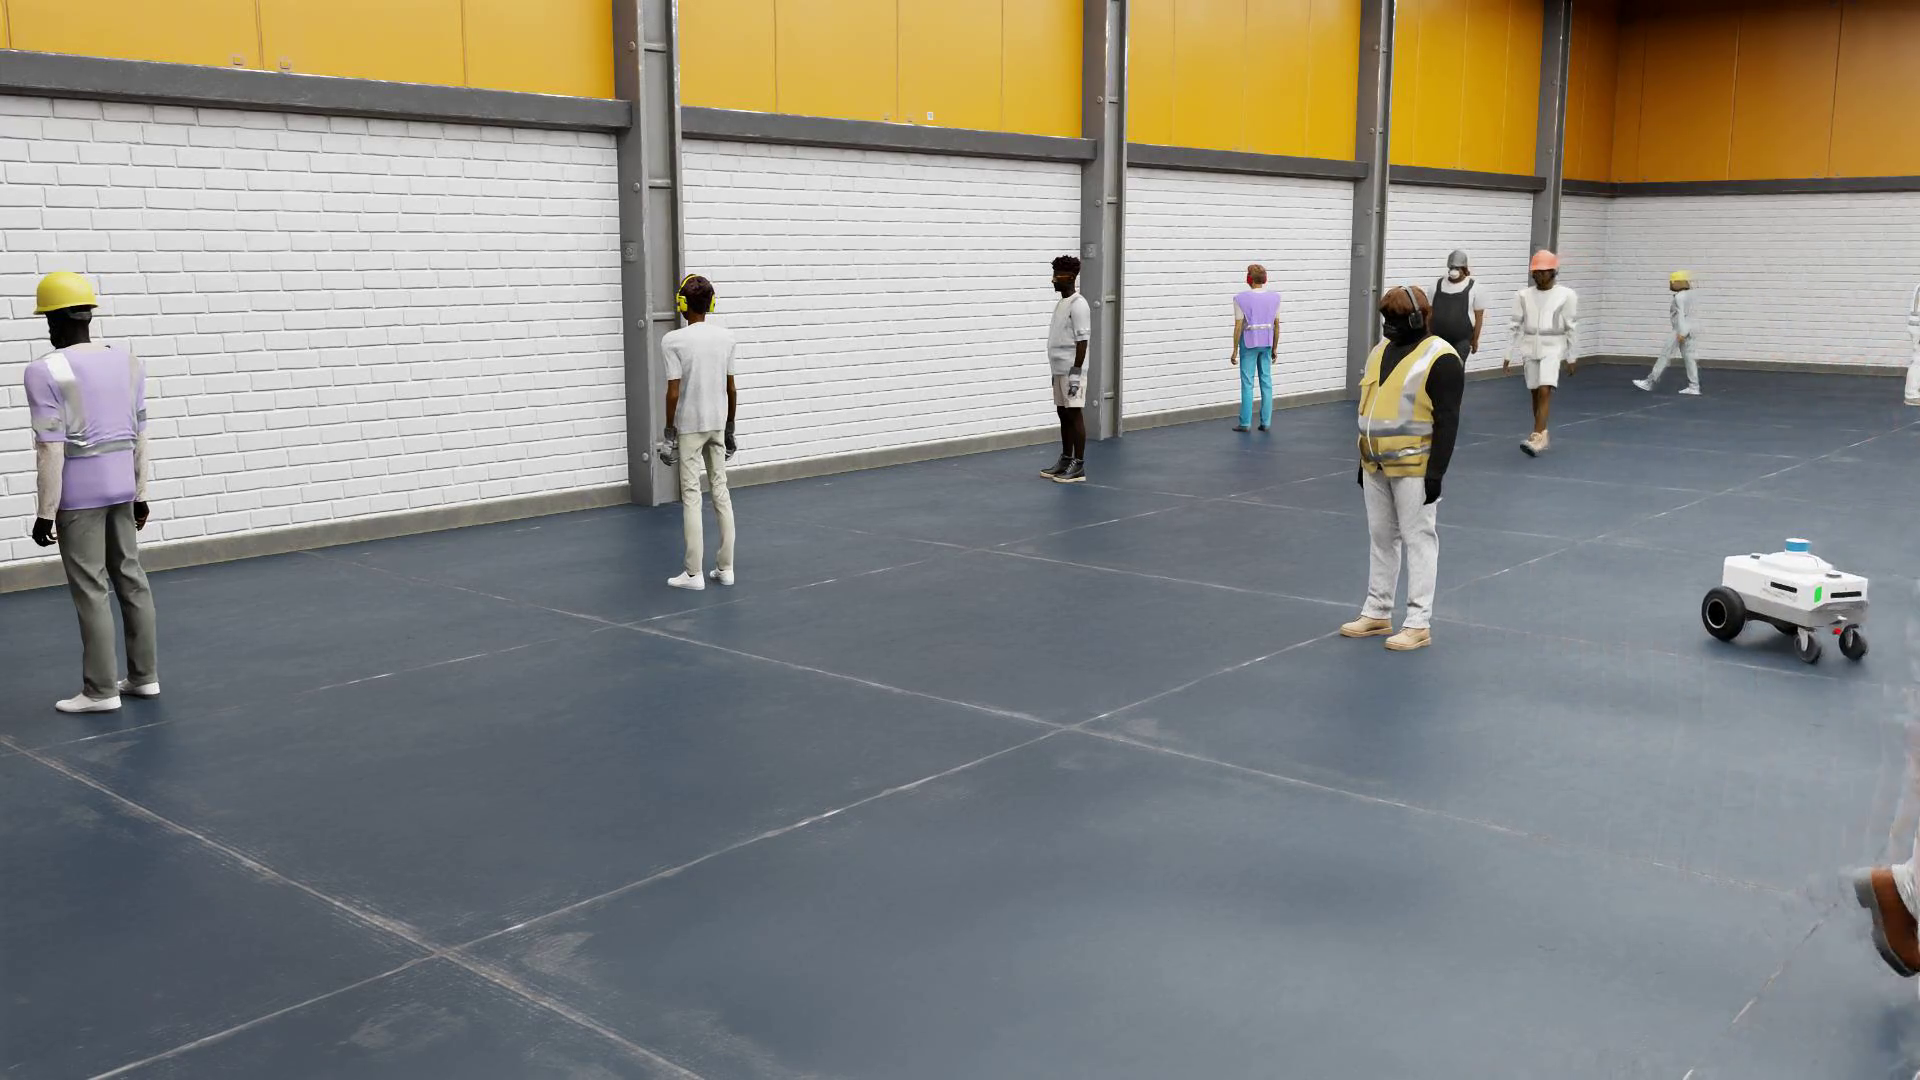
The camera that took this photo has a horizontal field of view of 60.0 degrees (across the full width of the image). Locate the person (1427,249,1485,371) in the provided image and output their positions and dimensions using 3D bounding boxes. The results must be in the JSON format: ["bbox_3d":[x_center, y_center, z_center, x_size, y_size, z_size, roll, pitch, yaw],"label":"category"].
[{"bbox_3d":[5.913,-2.483,19.920,0.691,2.000,0.754,6,12,32],"label":"person"}]

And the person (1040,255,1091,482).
[{"bbox_3d":[0.933,-1.489,14.473,0.365,1.965,0.608,-3,10,-15],"label":"person"}]

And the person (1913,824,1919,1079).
[{"bbox_3d":[1.862,0.601,2.781,0.679,1.887,0.543,-9,14,-42],"label":"person"}]

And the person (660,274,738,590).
[{"bbox_3d":[-1.554,-0.638,9.899,0.513,1.872,0.328,-9,13,-41],"label":"person"}]

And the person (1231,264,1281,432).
[{"bbox_3d":[3.254,-2.102,18.294,0.565,1.850,0.390,-3,10,-18],"label":"person"}]

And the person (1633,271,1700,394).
[{"bbox_3d":[9.936,-2.890,23.211,0.893,1.689,0.496,7,12,35],"label":"person"}]

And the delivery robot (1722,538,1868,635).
[{"bbox_3d":[4.207,0.236,8.398,0.477,0.478,0.707,-3,10,-15],"label":"delivery robot"}]

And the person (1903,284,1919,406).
[{"bbox_3d":[12.433,-2.668,21.460,0.358,1.878,0.581,5,11,28],"label":"person"}]

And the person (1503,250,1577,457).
[{"bbox_3d":[5.637,-1.813,16.247,0.640,1.987,1.030,8,13,39],"label":"person"}]

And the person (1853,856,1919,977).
[{"bbox_3d":[2.868,0.312,4.344,0.757,1.922,0.630,4,11,24],"label":"person"}]

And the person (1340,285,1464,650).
[{"bbox_3d":[2.233,-0.366,8.452,0.429,1.837,0.621,-5,11,-26],"label":"person"}]

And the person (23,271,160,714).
[{"bbox_3d":[-3.806,-0.202,7.262,0.382,1.922,0.594,3,10,18],"label":"person"}]
